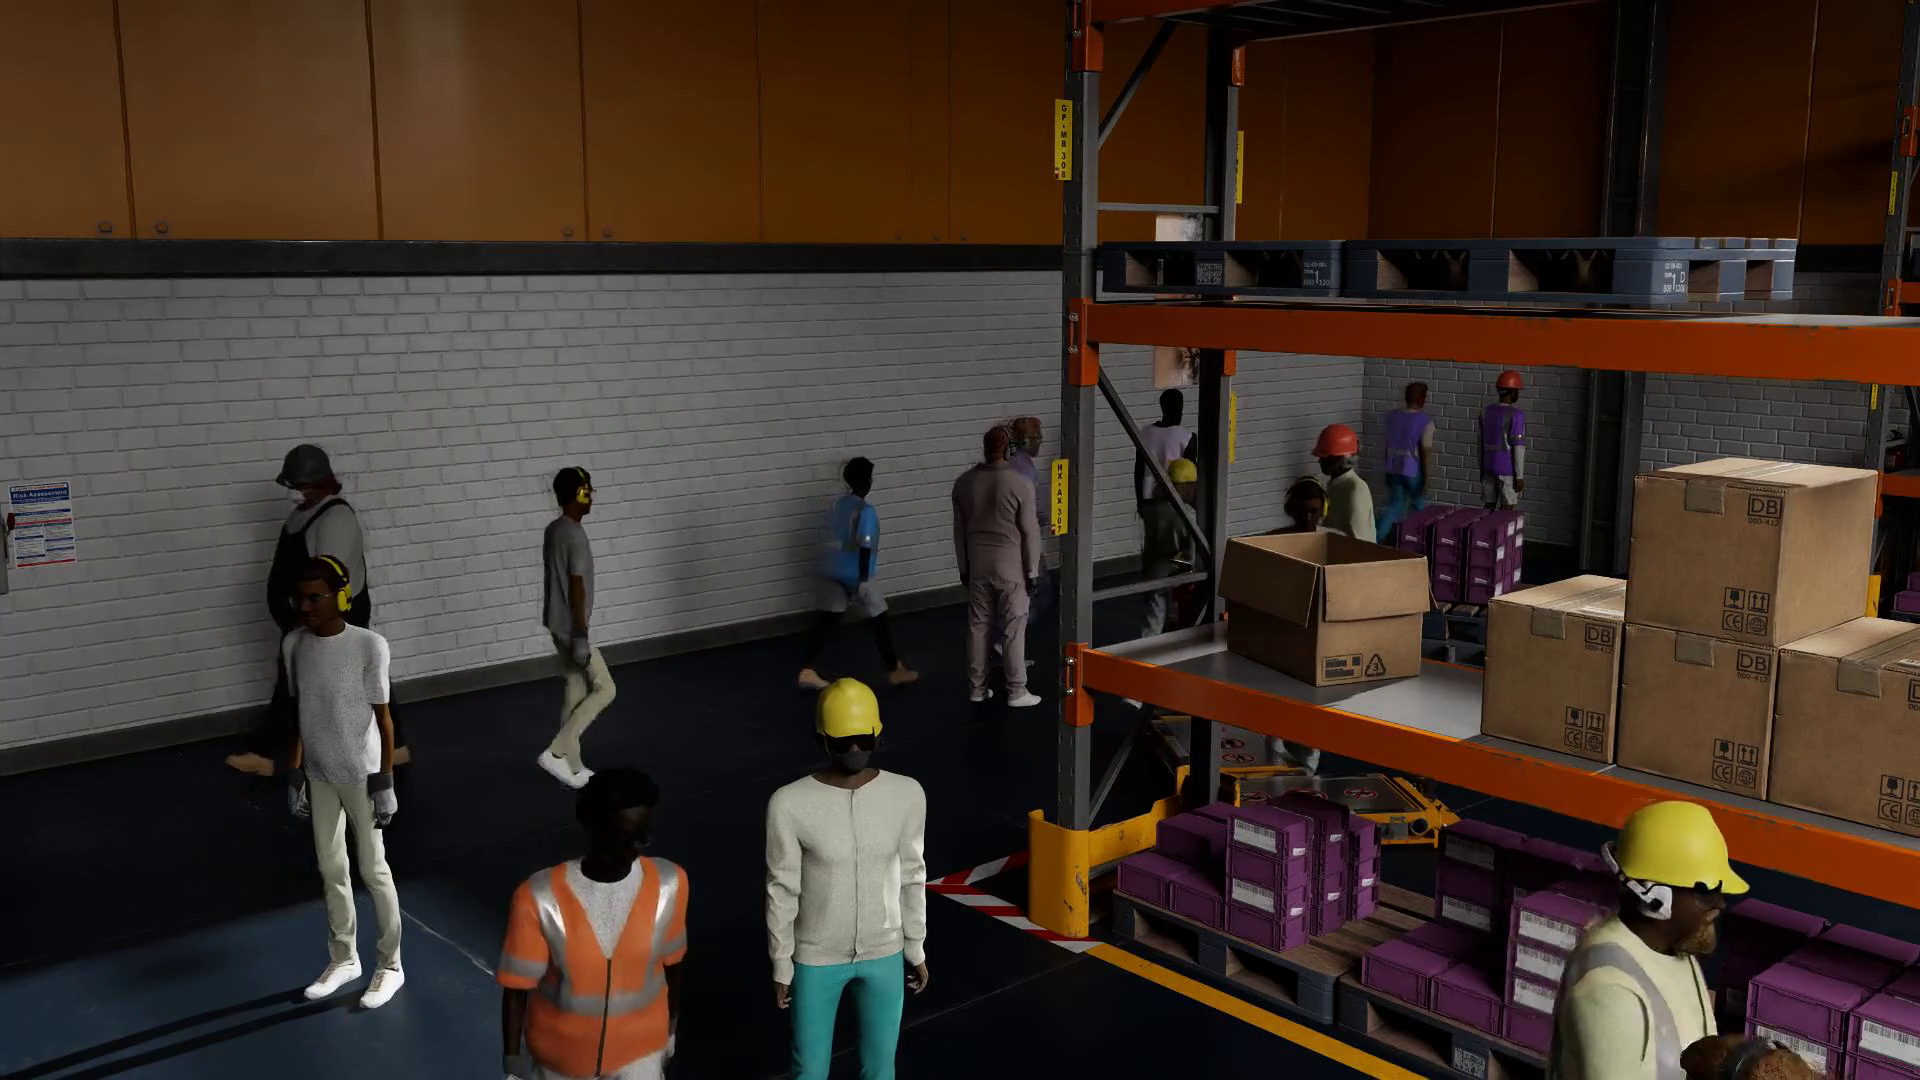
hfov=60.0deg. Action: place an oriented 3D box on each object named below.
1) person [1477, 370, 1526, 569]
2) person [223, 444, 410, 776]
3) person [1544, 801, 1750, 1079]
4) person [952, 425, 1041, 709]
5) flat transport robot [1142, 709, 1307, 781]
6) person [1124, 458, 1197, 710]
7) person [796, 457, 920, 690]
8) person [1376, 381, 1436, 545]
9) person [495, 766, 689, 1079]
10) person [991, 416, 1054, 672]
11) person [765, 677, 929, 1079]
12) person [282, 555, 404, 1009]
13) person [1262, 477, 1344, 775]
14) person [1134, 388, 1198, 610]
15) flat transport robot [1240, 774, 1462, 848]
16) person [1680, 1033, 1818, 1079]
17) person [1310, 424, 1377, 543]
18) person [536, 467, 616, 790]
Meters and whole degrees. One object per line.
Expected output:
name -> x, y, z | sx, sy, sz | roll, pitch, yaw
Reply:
person -> 5.292, -0.683, 16.186 | 0.372, 1.933, 0.552 | -5, 11, -27
person -> -3.695, 0.391, 9.587 | 0.998, 2.000, 0.689 | -9, 13, -42
person -> 1.520, 1.474, 3.949 | 0.790, 1.806, 0.594 | 8, 12, 38
person -> 0.271, 0.182, 11.205 | 0.639, 1.910, 0.407 | 6, 11, 30
flat transport robot -> 1.521, 1.256, 9.702 | 0.652, 0.197, 1.431 | -1, 10, -5
person -> 1.414, 0.291, 11.171 | 0.485, 1.695, 0.905 | 7, 12, 37
person -> -0.763, 0.242, 11.633 | 0.864, 1.648, 0.536 | -7, 12, -34
person -> 4.344, -0.638, 16.251 | 0.709, 1.821, 0.577 | -8, 13, -39
person -> -1.022, 1.426, 4.696 | 0.550, 1.644, 0.879 | -3, 10, -16
person -> 0.447, 0.036, 12.117 | 0.427, 1.887, 0.650 | -4, 10, -22
person -> -0.342, 1.286, 5.156 | 0.525, 1.769, 0.309 | -4, 10, -22
person -> -2.510, 0.970, 6.740 | 0.511, 1.862, 0.323 | 3, 10, 17
person -> 1.847, 0.566, 9.182 | 0.602, 1.830, 0.613 | 1, 10, 8
person -> 1.755, -0.329, 14.165 | 0.597, 1.916, 0.372 | 7, 12, 37
flat transport robot -> 1.884, 1.425, 8.712 | 1.431, 0.197, 0.652 | -1, 10, -5
person -> 1.306, 1.681, 2.653 | 0.528, 1.831, 0.498 | -5, 11, -29
person -> 2.451, 0.236, 10.715 | 0.475, 1.973, 0.628 | -1, 10, -3
person -> -2.179, 0.511, 9.447 | 0.402, 1.845, 0.560 | -6, 11, -30
